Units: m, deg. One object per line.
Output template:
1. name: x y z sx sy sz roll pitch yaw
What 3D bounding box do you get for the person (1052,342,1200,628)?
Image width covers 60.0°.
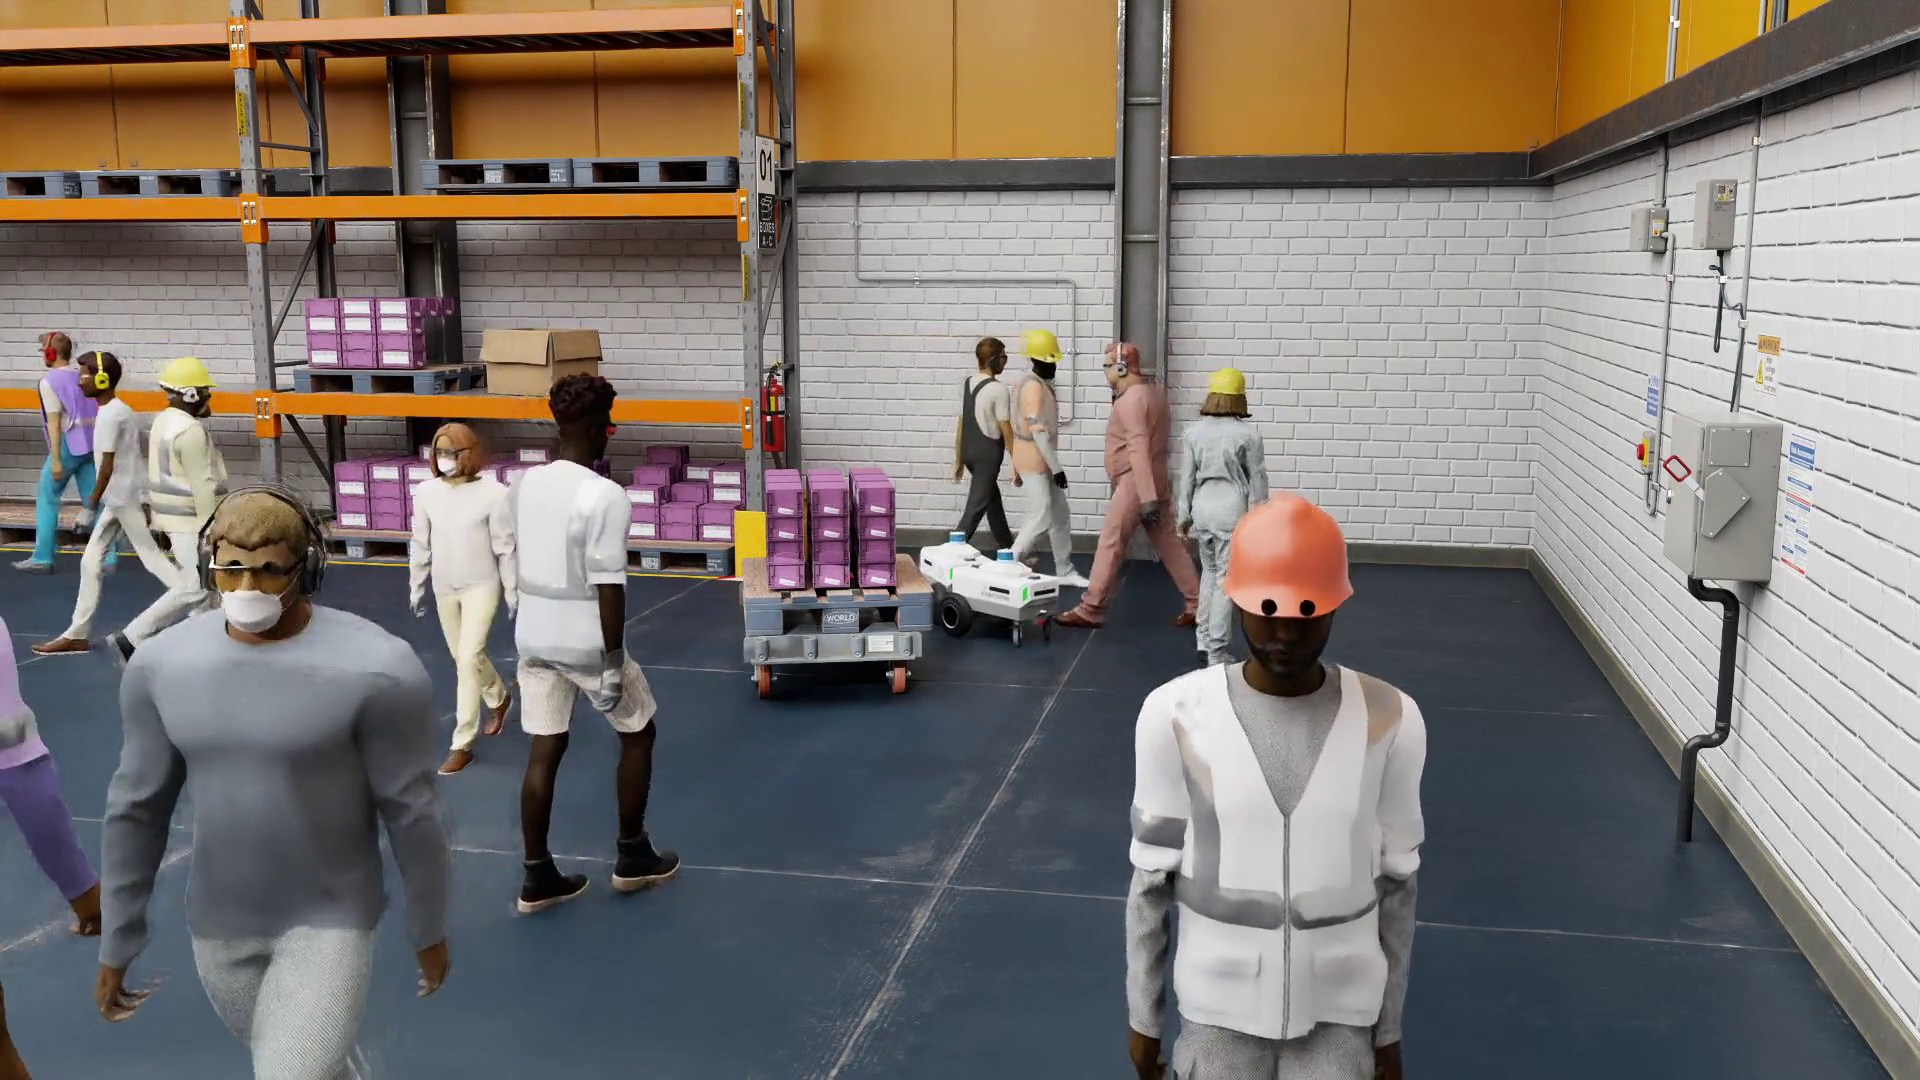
1. person: 1.138 -0.331 10.545 1.021 1.840 0.679 3 10 19

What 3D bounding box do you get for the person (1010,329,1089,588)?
1. person: 0.567 -0.546 11.665 0.733 1.879 0.585 2 10 10

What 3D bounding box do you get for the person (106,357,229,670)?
1. person: -4.396 -0.113 9.288 0.727 1.809 0.586 -7 11 -35

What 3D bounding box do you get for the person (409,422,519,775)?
1. person: -2.318 0.227 7.869 0.513 1.601 0.816 2 10 13

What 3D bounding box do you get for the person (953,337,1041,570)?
1. person: 0.200 -0.576 12.146 0.980 1.791 0.526 -6 11 -33

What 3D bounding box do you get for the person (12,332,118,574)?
1. person: -6.746 -0.638 12.434 0.851 1.809 0.591 1 9 6

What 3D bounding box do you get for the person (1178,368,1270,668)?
1. person: 1.538 -0.126 9.625 0.484 1.726 0.511 8 12 38

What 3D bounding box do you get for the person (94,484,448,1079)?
1. person: -1.436 0.818 3.473 0.661 1.877 1.070 1 10 8

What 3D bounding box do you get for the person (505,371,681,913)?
1. person: -1.338 0.358 6.062 0.629 1.939 0.766 6 11 31

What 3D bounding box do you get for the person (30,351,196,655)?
1. person: -4.993 -0.216 9.927 1.028 1.822 0.511 -5 11 -29

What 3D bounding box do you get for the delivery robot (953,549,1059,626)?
1. delivery robot: 0.281 0.301 10.281 0.477 0.478 0.707 -8 13 -41

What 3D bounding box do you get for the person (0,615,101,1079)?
1. person: -2.246 0.728 3.681 0.621 1.987 1.034 5 11 26

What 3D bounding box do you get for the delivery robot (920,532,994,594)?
1. delivery robot: -0.016 0.189 10.950 0.477 0.478 0.707 -3 10 -18

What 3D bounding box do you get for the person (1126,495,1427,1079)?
1. person: 0.597 0.844 3.216 0.547 1.917 0.691 1 9 5
